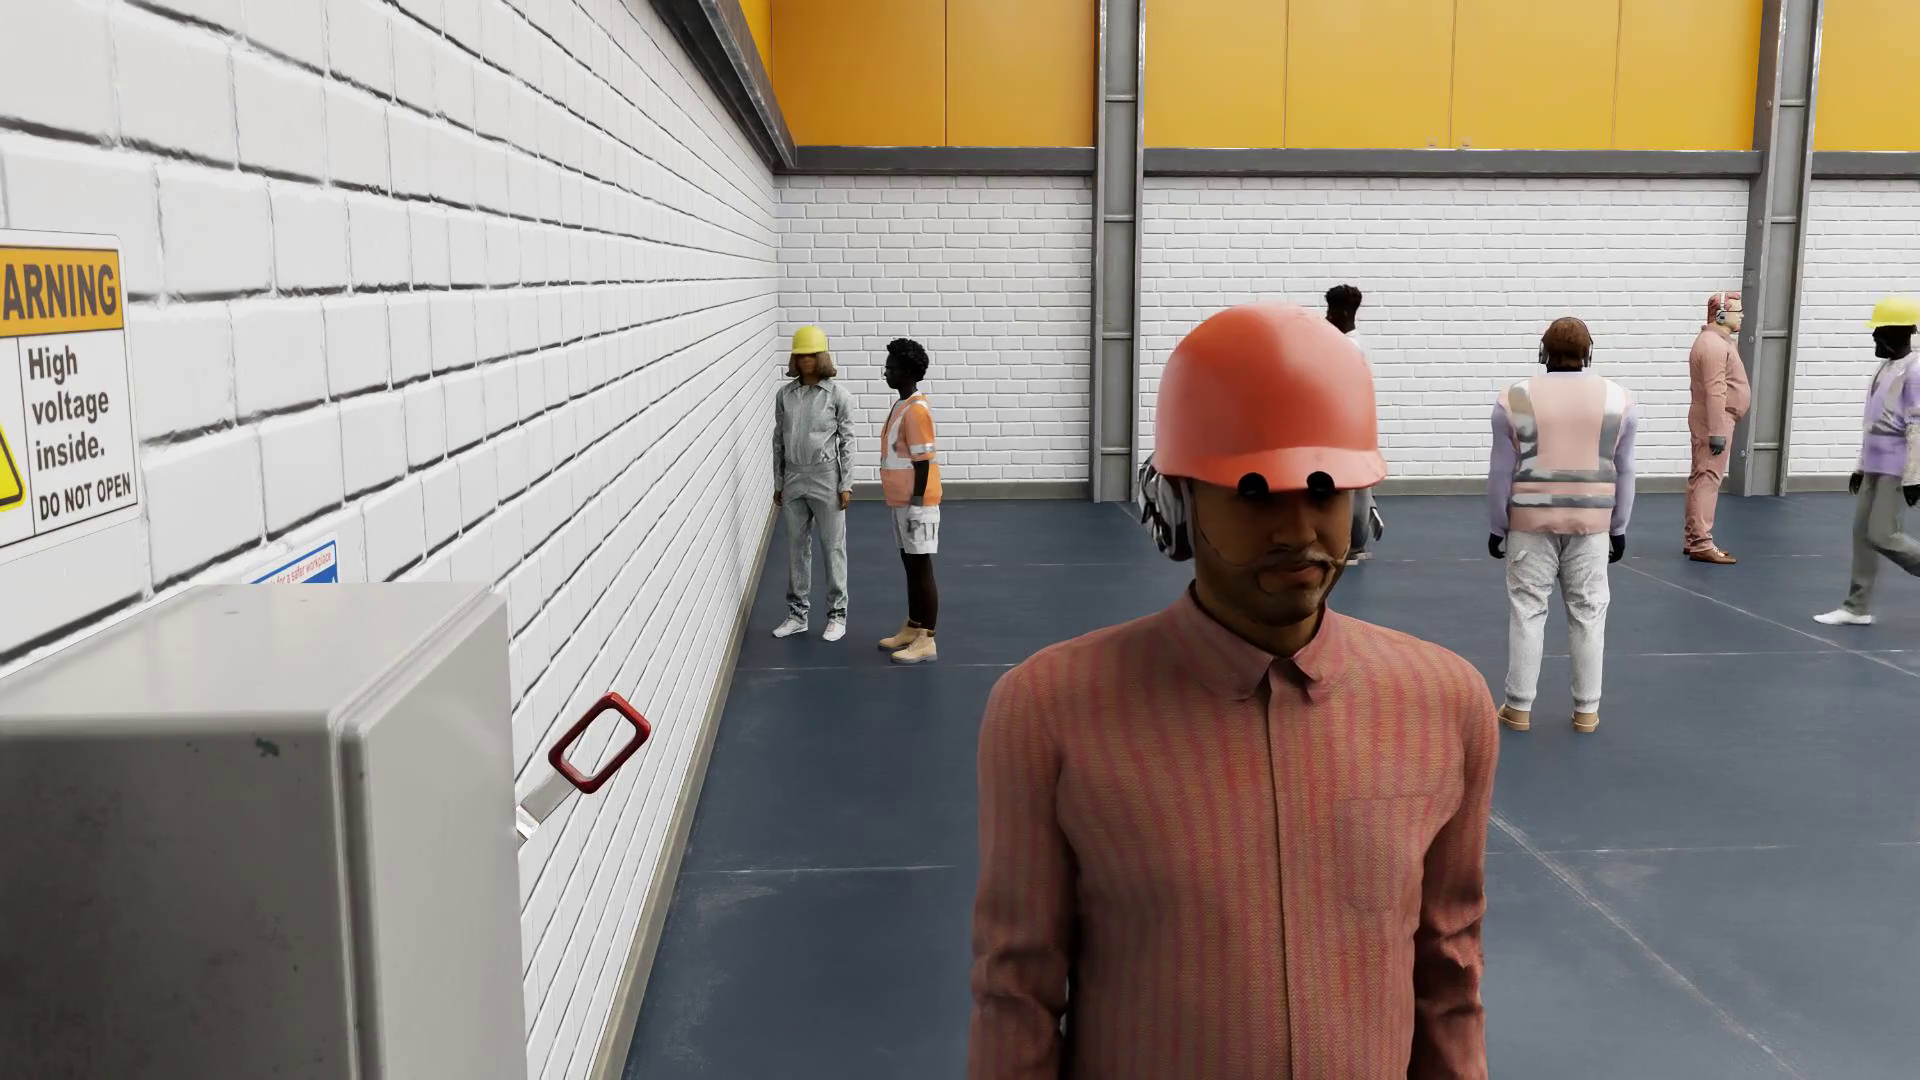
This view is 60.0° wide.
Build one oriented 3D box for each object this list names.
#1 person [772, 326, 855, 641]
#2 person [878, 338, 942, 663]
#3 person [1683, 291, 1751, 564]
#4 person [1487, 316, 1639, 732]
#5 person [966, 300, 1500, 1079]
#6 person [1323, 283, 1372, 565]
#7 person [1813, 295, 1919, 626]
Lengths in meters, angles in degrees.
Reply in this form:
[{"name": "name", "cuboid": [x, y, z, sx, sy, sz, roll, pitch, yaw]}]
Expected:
[{"name": "person", "cuboid": [-0.826, -0.308, 9.223, 0.493, 1.743, 0.303, 4, 10, 22]}, {"name": "person", "cuboid": [-0.261, -0.207, 8.729, 0.322, 1.697, 0.534, -2, 9, -11]}, {"name": "person", "cuboid": [5.358, -0.796, 11.776, 0.409, 1.908, 0.639, 3, 10, 18]}, {"name": "person", "cuboid": [2.643, -0.061, 7.367, 0.624, 1.844, 0.429, 2, 9, 10]}, {"name": "person", "cuboid": [0.307, 0.741, 1.849, 0.612, 1.995, 0.378, -2, 9, -13]}, {"name": "person", "cuboid": [2.692, -0.806, 11.657, 0.365, 1.962, 0.612, 4, 10, 21]}, {"name": "person", "cuboid": [5.310, -0.427, 9.438, 0.660, 1.910, 0.607, 2, 9, 10]}]
